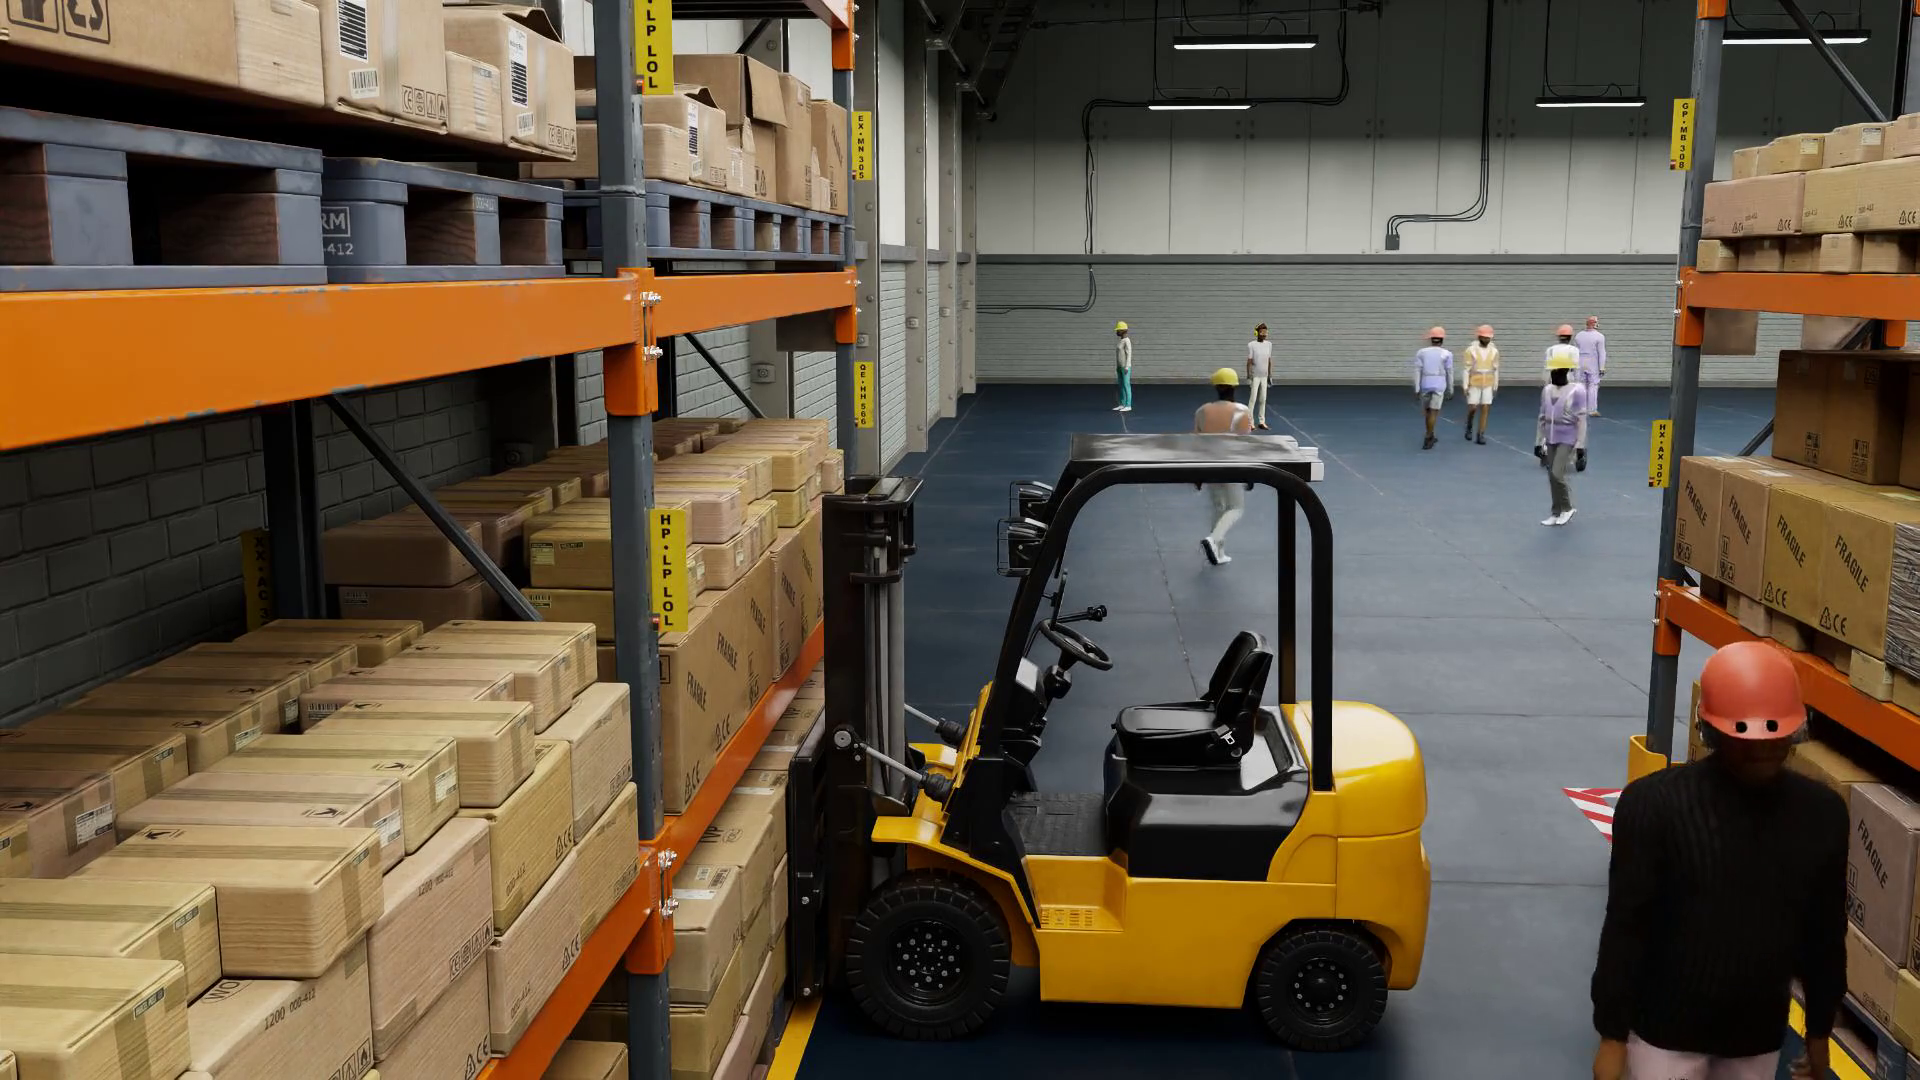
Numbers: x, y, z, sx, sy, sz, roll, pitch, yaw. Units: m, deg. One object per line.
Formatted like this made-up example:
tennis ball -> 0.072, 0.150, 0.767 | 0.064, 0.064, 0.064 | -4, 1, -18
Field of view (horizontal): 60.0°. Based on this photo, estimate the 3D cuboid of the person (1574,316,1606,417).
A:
person -> 11.940, -3.275, 31.493 | 0.409, 1.907, 0.649 | -7, 11, -35

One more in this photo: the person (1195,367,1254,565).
person -> 2.464, -0.675, 15.733 | 0.603, 1.909, 0.585 | 7, 12, 37

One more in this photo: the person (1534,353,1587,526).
person -> 6.558, -1.092, 18.233 | 0.425, 1.911, 0.619 | -4, 10, -25

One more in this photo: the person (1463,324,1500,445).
person -> 8.361, -2.494, 26.706 | 0.575, 1.925, 0.457 | 0, 9, -2

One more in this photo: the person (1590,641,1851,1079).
person -> 1.892, 1.204, 4.158 | 0.661, 1.976, 0.452 | -1, 9, -4

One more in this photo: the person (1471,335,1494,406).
person -> 10.530, -3.487, 33.614 | 0.518, 1.617, 0.545 | 0, 9, -2

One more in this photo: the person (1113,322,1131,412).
person -> 3.194, -3.408, 32.726 | 0.329, 1.767, 0.529 | -2, 10, -14

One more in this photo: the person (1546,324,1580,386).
person -> 9.920, -2.607, 27.461 | 0.899, 1.911, 0.552 | -9, 13, -43

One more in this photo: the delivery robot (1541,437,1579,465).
delivery robot -> 8.456, -1.311, 23.394 | 0.477, 0.478, 0.707 | 0, 9, 0

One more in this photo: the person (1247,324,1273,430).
person -> 5.223, -2.835, 28.973 | 0.519, 1.865, 0.315 | -5, 10, -27

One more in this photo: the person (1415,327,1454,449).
person -> 7.506, -2.396, 26.190 | 0.562, 1.890, 0.948 | 6, 11, 33
